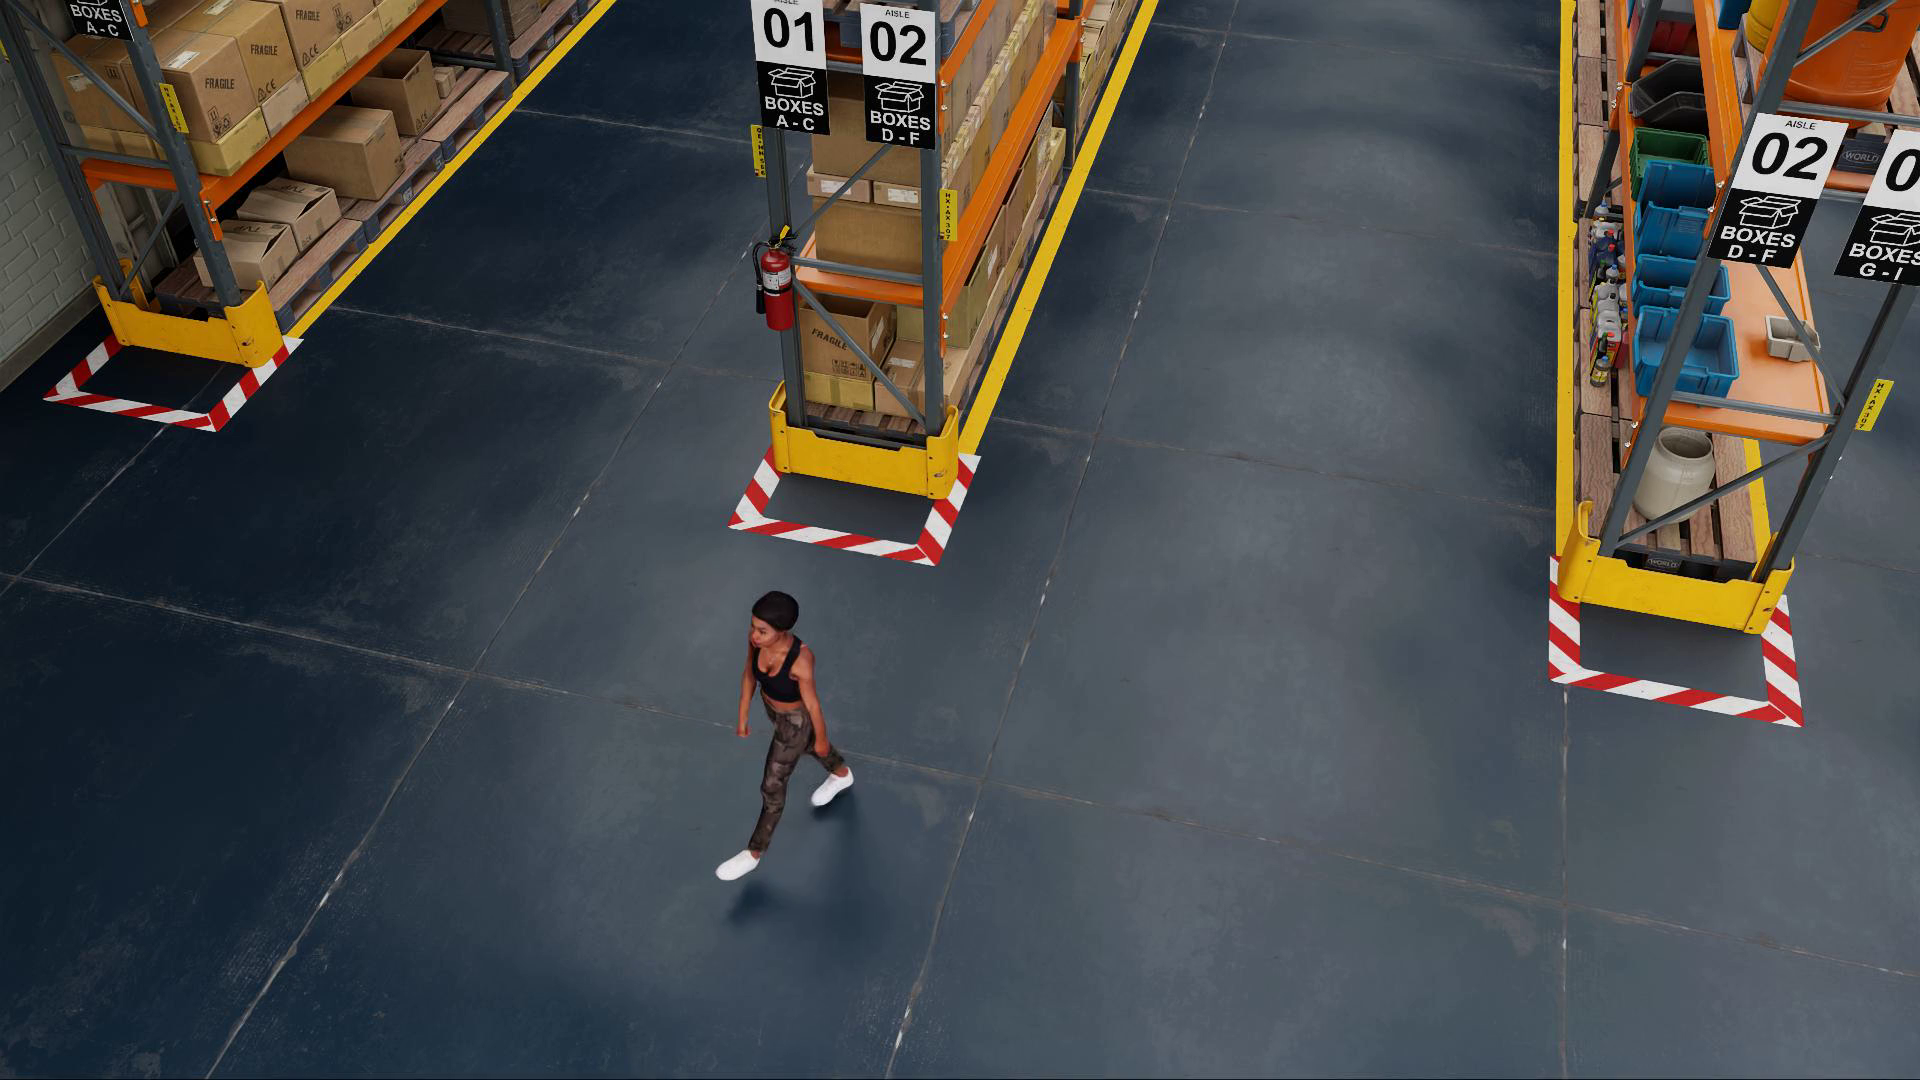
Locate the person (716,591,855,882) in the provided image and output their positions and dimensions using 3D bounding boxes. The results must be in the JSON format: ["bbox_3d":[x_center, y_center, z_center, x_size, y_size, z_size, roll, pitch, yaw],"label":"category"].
[{"bbox_3d":[-0.768,0.840,8.137,1.239,1.646,1.015,-33,52,-30],"label":"person"}]
